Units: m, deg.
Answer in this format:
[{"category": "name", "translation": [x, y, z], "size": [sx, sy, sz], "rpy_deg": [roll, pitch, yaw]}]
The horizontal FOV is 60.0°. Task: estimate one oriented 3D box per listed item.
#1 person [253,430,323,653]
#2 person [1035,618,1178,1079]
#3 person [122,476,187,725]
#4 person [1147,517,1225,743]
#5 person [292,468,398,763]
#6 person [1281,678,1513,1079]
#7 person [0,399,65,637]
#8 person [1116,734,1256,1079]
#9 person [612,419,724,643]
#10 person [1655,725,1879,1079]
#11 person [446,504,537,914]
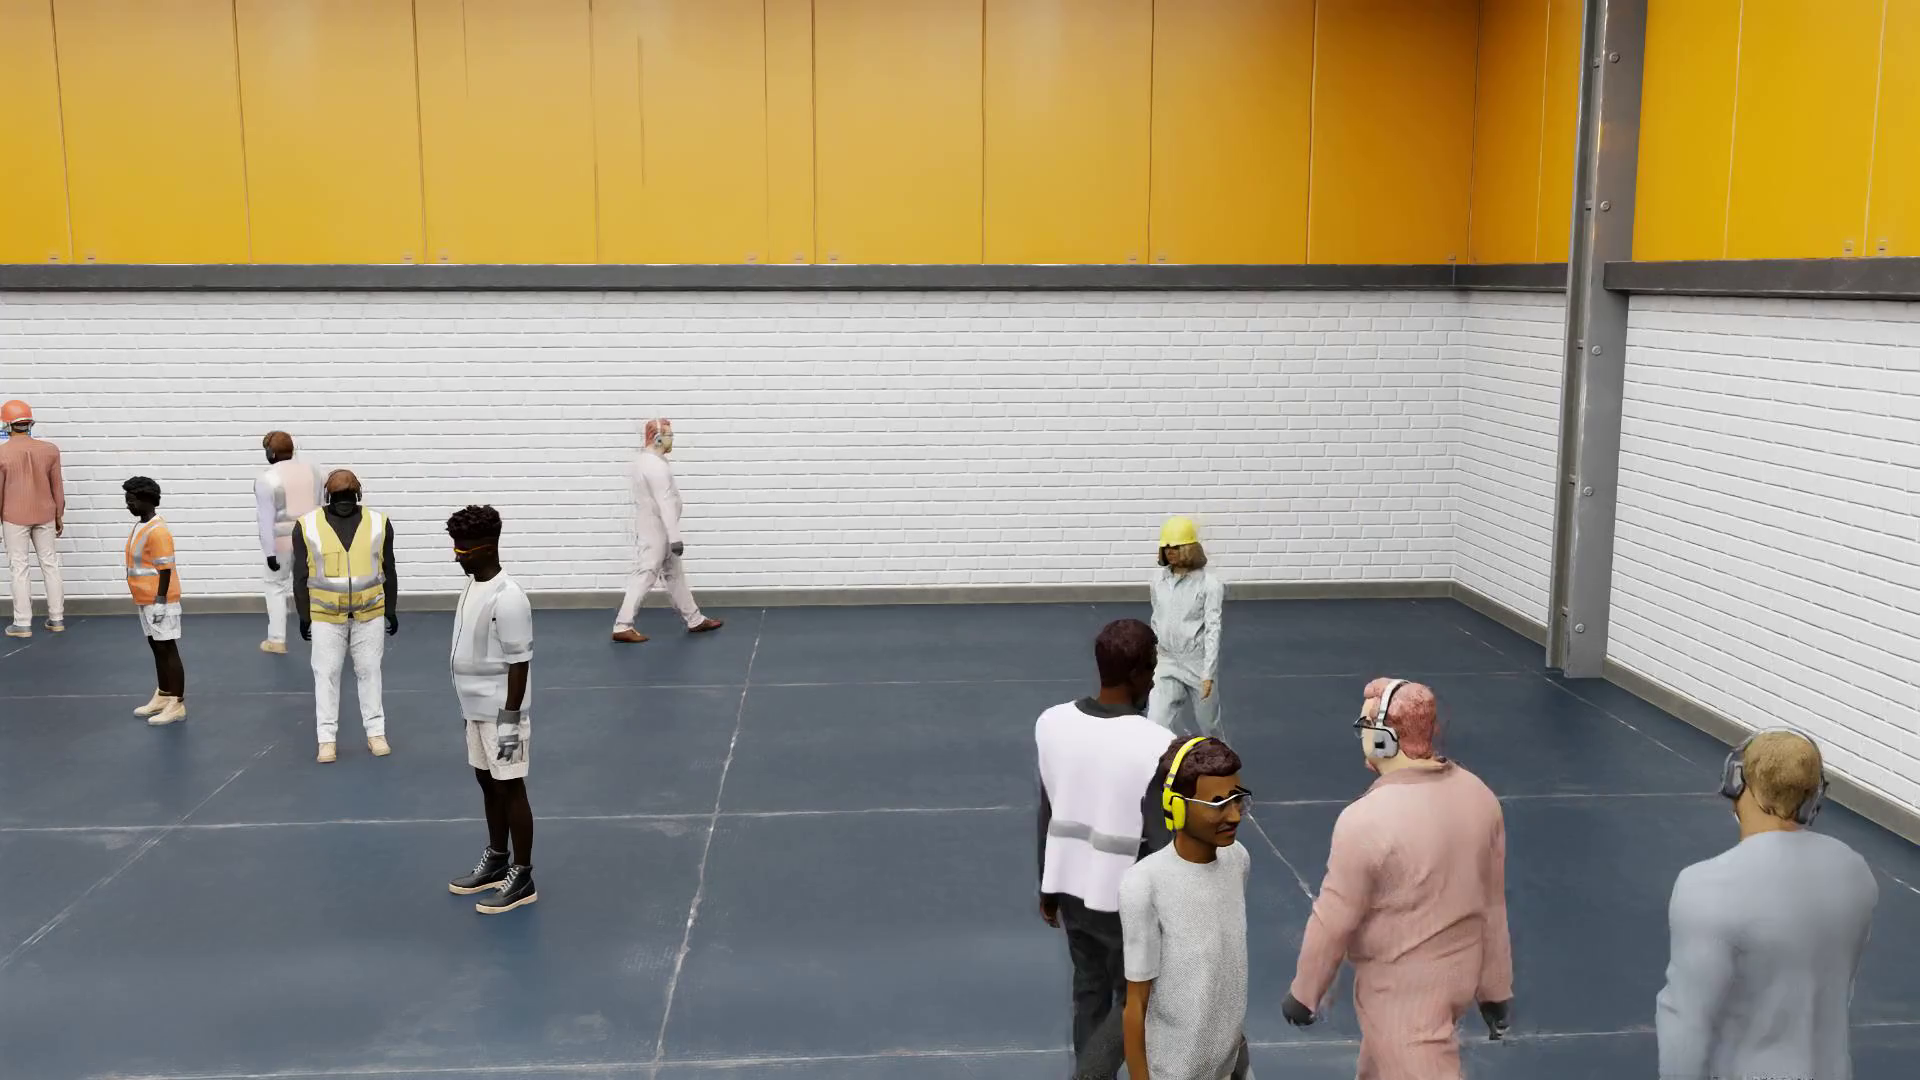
[{"category": "person", "translation": [-5.297, 0.028, 13.254], "size": [0.781, 1.816, 0.628], "rpy_deg": [6, 11, 32]}, {"category": "person", "translation": [0.454, 1.208, 5.599], "size": [0.594, 1.897, 0.649], "rpy_deg": [7, 12, 39]}, {"category": "person", "translation": [-5.466, 0.401, 11.279], "size": [0.321, 1.694, 0.529], "rpy_deg": [-7, 12, -39]}, {"category": "person", "translation": [1.275, 0.704, 9.365], "size": [0.497, 1.701, 0.886], "rpy_deg": [7, 11, 36]}, {"category": "person", "translation": [-3.841, 0.465, 10.441], "size": [0.622, 1.838, 0.429], "rpy_deg": [-5, 10, -27]}, {"category": "person", "translation": [1.337, 1.333, 4.986], "size": [0.647, 1.844, 1.075], "rpy_deg": [-8, 12, -39]}, {"category": "person", "translation": [-7.862, -0.185, 14.013], "size": [0.375, 1.997, 0.612], "rpy_deg": [7, 11, 36]}, {"category": "person", "translation": [0.612, 1.418, 4.346], "size": [0.328, 1.872, 0.510], "rpy_deg": [8, 12, 41]}, {"category": "person", "translation": [-2.476, -0.083, 13.833], "size": [0.973, 1.853, 0.658], "rpy_deg": [-3, 10, -18]}, {"category": "person", "translation": [2.031, 1.424, 4.264], "size": [0.644, 1.904, 0.438], "rpy_deg": [-5, 10, -27]}, {"category": "person", "translation": [-2.250, 0.795, 7.980], "size": [0.369, 1.958, 0.602], "rpy_deg": [-7, 11, -36]}]
